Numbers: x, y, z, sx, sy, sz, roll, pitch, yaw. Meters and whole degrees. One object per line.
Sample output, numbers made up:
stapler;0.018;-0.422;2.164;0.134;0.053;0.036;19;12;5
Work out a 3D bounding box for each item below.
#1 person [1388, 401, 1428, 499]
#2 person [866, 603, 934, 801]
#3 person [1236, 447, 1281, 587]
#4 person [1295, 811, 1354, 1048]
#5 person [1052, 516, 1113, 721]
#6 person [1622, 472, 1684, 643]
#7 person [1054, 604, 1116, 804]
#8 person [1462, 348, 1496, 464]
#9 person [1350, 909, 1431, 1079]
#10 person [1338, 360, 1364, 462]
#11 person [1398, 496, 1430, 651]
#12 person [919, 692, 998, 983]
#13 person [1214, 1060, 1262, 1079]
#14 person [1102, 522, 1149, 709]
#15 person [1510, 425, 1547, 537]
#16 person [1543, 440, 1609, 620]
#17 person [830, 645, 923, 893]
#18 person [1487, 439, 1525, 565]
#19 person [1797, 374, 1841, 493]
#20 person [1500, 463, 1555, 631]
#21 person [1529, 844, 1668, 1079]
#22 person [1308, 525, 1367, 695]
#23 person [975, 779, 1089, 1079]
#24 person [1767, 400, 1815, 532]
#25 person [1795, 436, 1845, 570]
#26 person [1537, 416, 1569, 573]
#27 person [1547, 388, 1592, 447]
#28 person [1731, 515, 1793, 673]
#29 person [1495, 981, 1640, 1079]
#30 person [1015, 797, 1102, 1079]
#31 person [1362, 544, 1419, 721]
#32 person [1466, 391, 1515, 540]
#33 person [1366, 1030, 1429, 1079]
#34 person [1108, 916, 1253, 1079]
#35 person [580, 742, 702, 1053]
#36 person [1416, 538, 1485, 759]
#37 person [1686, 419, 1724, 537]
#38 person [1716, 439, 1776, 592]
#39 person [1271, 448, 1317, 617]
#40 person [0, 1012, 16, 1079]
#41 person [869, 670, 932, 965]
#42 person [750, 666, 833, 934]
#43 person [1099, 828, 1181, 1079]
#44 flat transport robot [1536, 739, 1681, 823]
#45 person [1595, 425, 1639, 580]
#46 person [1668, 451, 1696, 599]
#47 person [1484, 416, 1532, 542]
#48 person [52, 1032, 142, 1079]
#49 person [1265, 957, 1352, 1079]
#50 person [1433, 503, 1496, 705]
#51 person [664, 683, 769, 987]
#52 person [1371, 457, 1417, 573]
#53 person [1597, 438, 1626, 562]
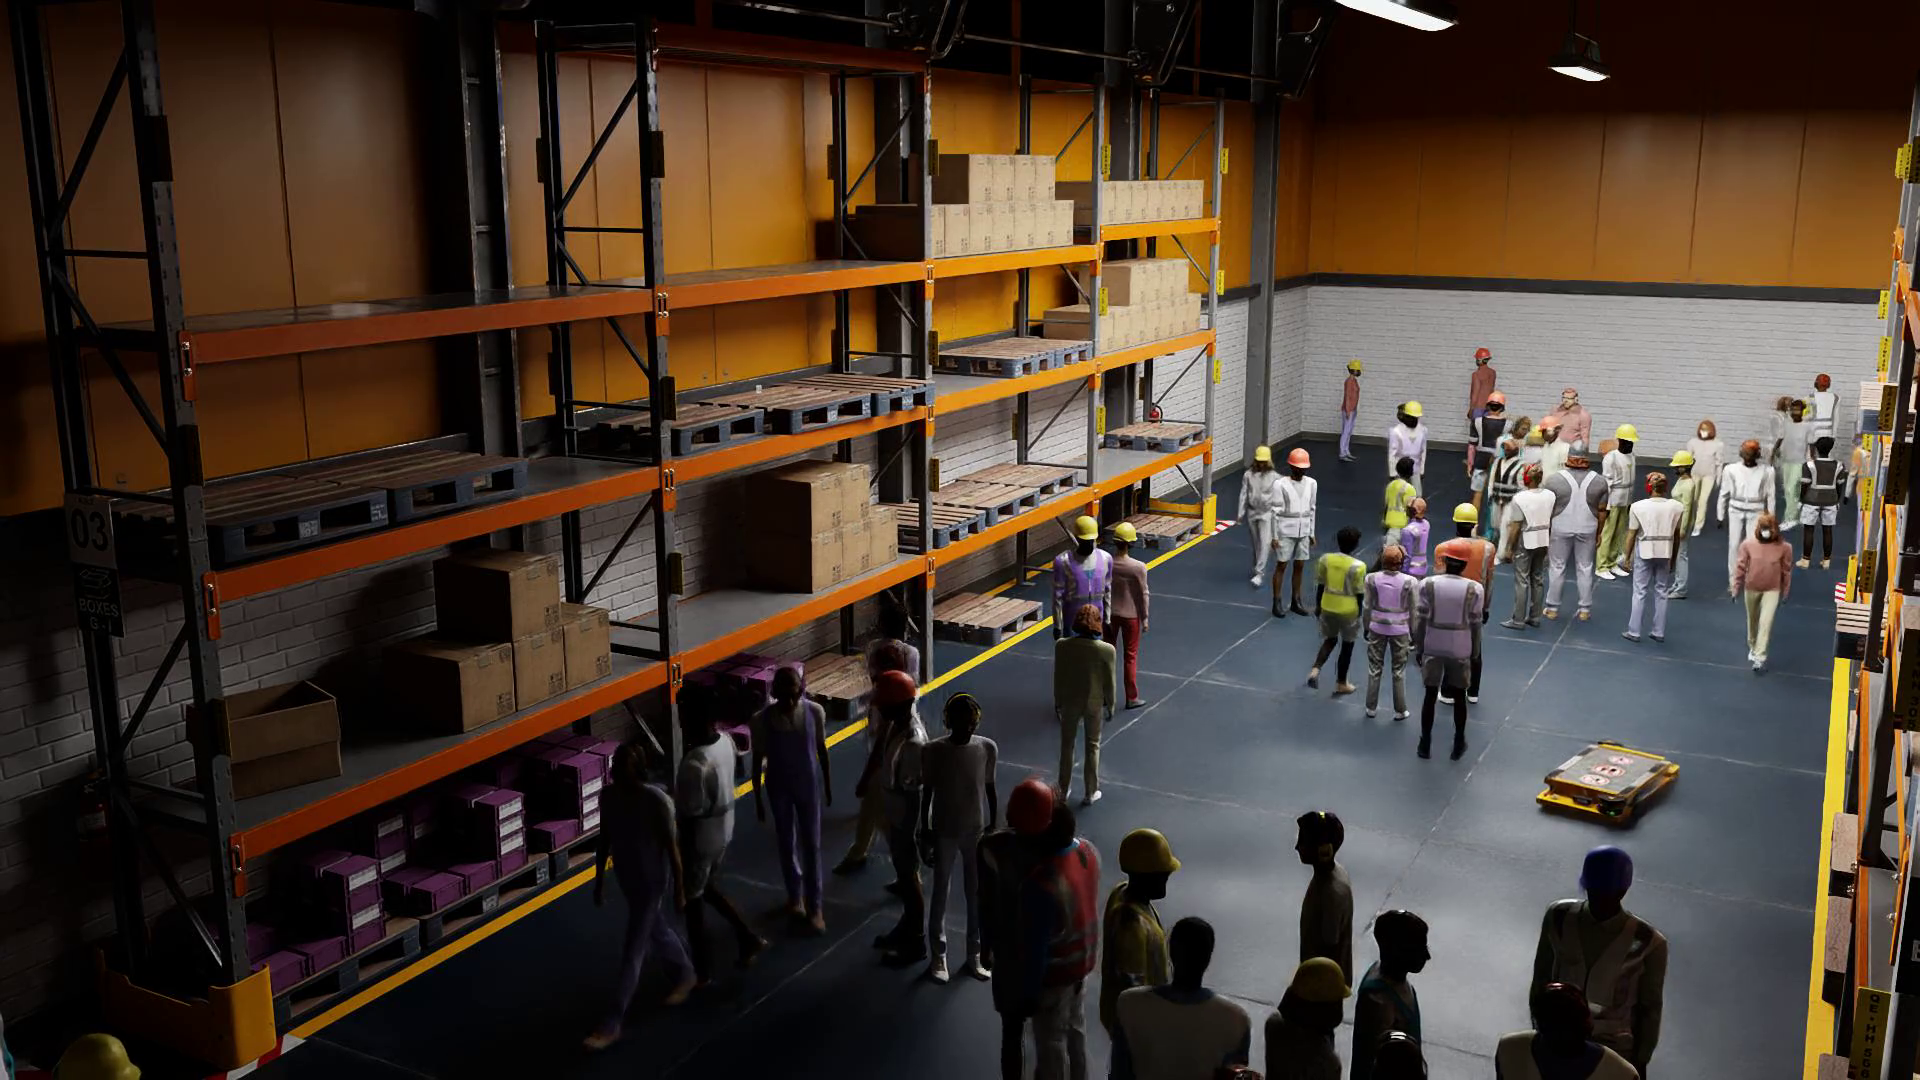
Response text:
person;6.117;-0.942;22.627;0.608;1.907;0.585;-2;13;-11
person;-0.467;1.305;13.094;0.561;1.668;0.725;10;16;37
person;3.620;-0.287;20.177;0.488;1.698;0.894;7;14;28
person;1.817;2.255;8.422;0.328;1.863;0.508;2;13;7
person;1.127;0.717;15.157;0.594;1.924;0.382;-5;13;-20
person;7.366;0.197;17.691;0.561;1.836;0.388;0;13;0
person;0.989;1.303;13.221;0.503;1.623;0.295;3;13;13
person;8.901;-2.289;28.462;0.621;1.994;0.381;-11;17;-40
person;1.892;2.497;7.370;0.331;1.844;0.519;4;13;17
person;6.781;-2.242;28.790;0.340;1.760;0.526;6;14;25
person;4.746;0.349;17.454;0.307;1.641;0.512;9;15;35
person;-0.006;1.833;10.319;0.509;1.860;0.333;-3;13;-12
person;1.037;2.815;6.032;0.582;1.808;0.848;-10;16;-39
person;1.521;0.705;15.574;0.533;1.767;0.313;7;14;28
person;7.522;-0.670;21.895;0.947;1.686;0.506;-8;15;-32
person;6.860;-0.123;18.659;0.687;2.000;0.535;2;13;9
person;-0.578;1.579;11.603;0.675;1.794;0.627;1;13;4
person;7.002;-0.501;21.306;0.607;1.616;0.535;-8;15;-33
person;13.298;-1.635;25.786;0.575;1.882;0.359;0;13;1
person;6.231;0.079;18.194;0.565;1.846;0.389;-6;14;-26
person;2.968;2.342;7.826;0.603;1.950;0.380;10;16;39
person;3.619;0.679;15.866;0.428;1.679;0.537;-10;16;-38
person;0.393;2.117;8.798;0.608;1.985;1.036;2;13;10
person;11.562;-1.042;23.246;0.823;1.838;0.542;-7;14;-28
person;10.835;-0.464;20.972;0.540;1.690;0.319;1;13;4
person;7.462;-0.572;20.875;0.402;1.957;0.673;-2;13;-10
person;8.818;-1.274;24.170;0.409;1.895;0.660;-9;15;-35
person;8.088;0.520;16.806;0.514;1.580;0.908;7;14;29
person;2.435;2.638;6.784;0.573;1.830;0.410;9;15;34
person;0.489;2.215;8.651;0.430;1.844;0.632;7;15;30
person;3.935;0.845;15.231;0.510;1.640;0.308;6;14;24
person;7.239;-1.017;22.697;0.612;2.030;0.403;4;13;17
person;1.630;2.734;6.324;0.501;1.840;0.347;1;13;3
person;0.936;2.536;7.132;0.609;1.886;0.911;0;13;2
person;-1.872;2.004;9.724;0.533;1.790;0.971;8;15;32
person;4.194;0.929;14.283;0.552;1.907;0.614;5;14;22
person;10.289;-0.883;23.024;0.506;1.613;0.630;10;16;39
person;9.338;-0.280;19.760;0.642;1.864;0.436;7;14;27
person;3.769;-0.083;18.719;0.551;1.932;0.378;-4;13;-16
person;-4.211;2.587;7.011;0.429;1.831;0.638;3;13;12
person;-0.377;1.747;10.552;0.390;1.925;0.550;-3;13;-12
person;-1.097;1.705;10.980;0.550;1.811;0.744;-2;13;-11
person;0.858;2.305;8.045;0.369;1.928;0.585;0;13;1
flat transport robot;5.267;1.930;13.463;0.652;0.197;1.431;11;16;40
person;8.123;-0.474;20.493;0.593;1.922;0.381;-10;16;-38
person;8.458;-0.179;19.557;0.339;1.761;0.524;3;13;14
person;7.316;-0.765;22.065;0.545;1.803;0.455;3;13;13
person;-3.266;2.731;6.382;0.403;1.824;0.604;2;13;7
person;1.483;2.602;7.164;0.340;1.736;0.491;-6;14;-24
person;4.711;0.605;15.655;0.589;1.928;0.386;-1;13;-5
person;-1.545;1.814;10.179;0.540;1.952;0.630;3;13;14
person;5.225;-0.167;19.749;0.920;1.643;0.538;-1;13;-5
person;8.344;-0.497;21.329;0.418;1.597;0.539;4;13;19
